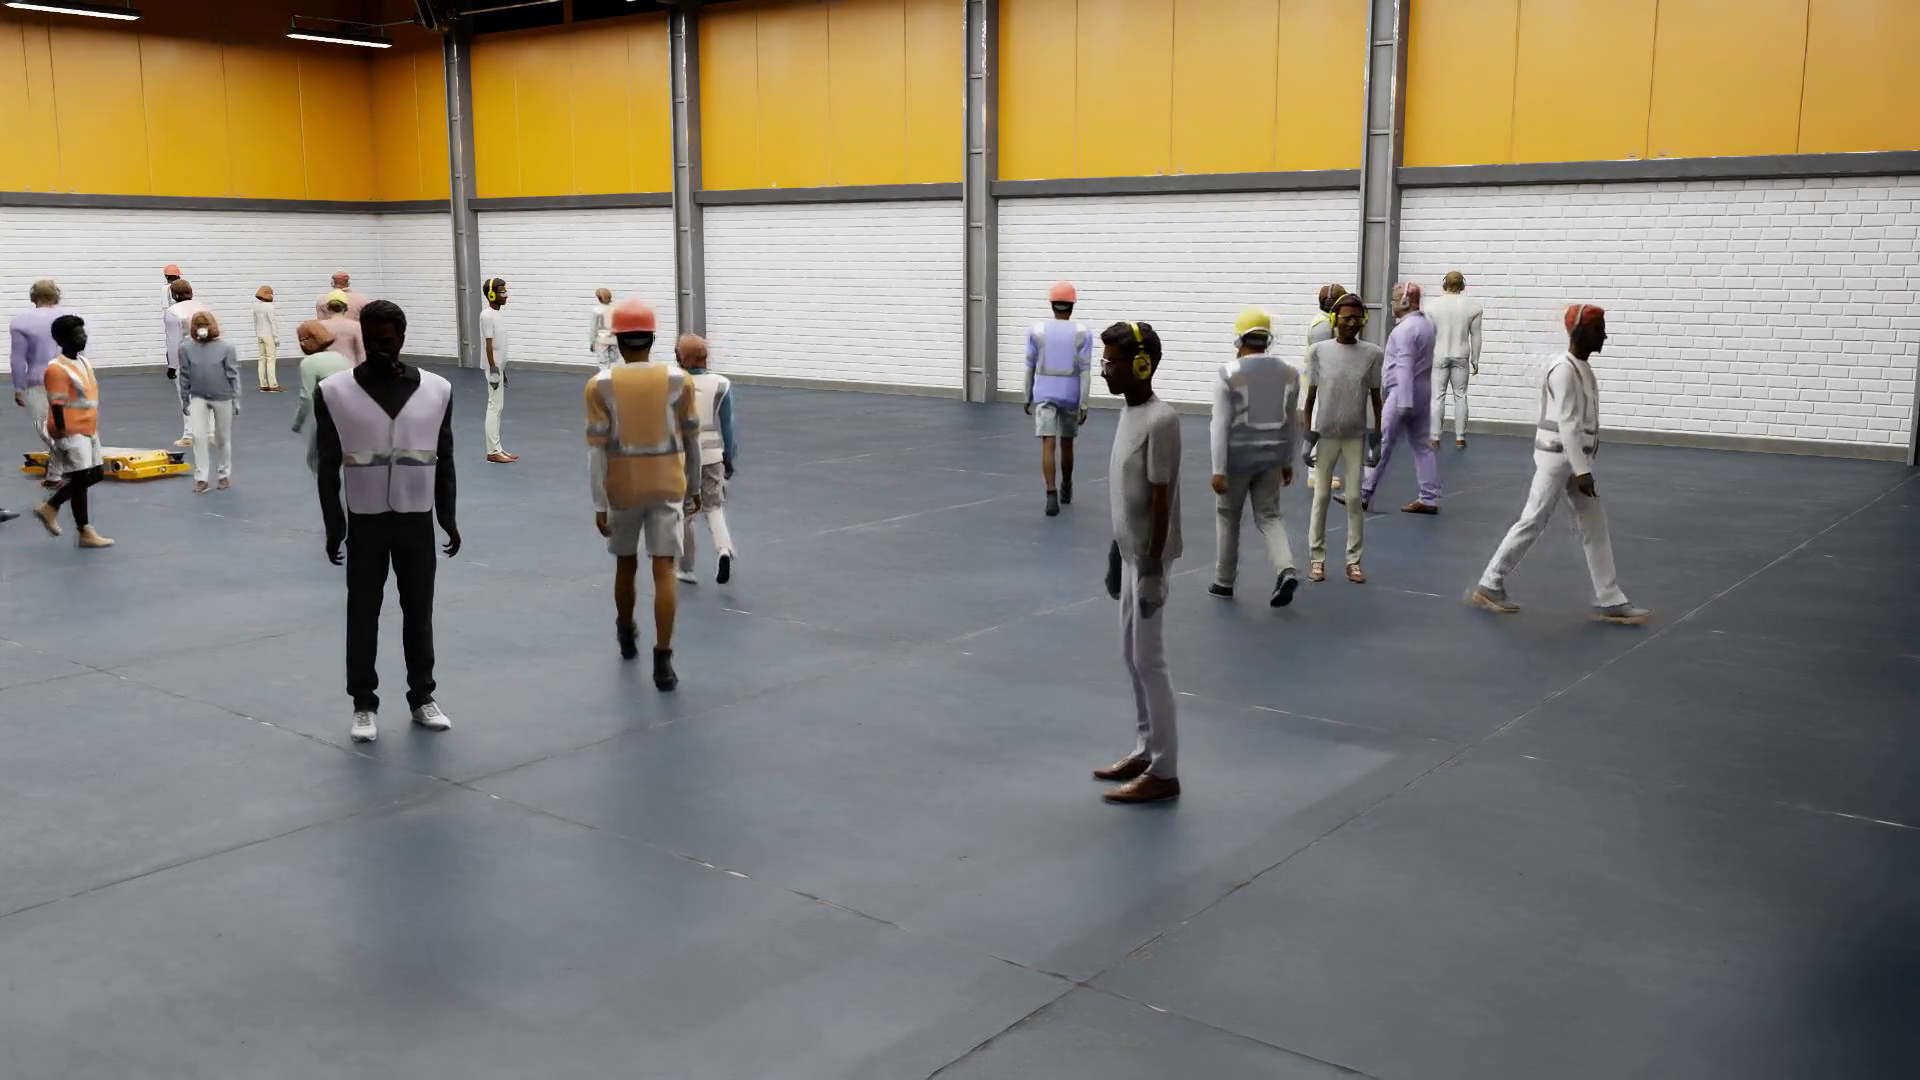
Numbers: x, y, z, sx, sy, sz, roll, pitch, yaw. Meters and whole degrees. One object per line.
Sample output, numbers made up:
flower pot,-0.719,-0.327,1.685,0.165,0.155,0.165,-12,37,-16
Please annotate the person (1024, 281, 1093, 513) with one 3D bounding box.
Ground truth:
person,0.809,-1.184,13.758,0.566,1.884,0.990,1,10,4

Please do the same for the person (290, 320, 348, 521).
person,-4.909,-0.912,13.006,0.509,1.595,0.533,3,10,17

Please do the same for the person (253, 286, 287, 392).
person,-10.634,-3.086,25.553,0.499,1.633,0.279,7,12,33

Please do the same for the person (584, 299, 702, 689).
person,-1.581,-0.258,8.360,0.567,1.879,1.004,-2,10,-11

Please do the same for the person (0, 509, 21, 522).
person,-7.693,-0.973,12.703,0.861,1.812,0.604,-1,10,-7

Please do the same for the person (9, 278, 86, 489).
person,-8.009,-1.359,14.751,0.860,1.908,0.635,7,12,36

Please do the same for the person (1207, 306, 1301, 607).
person,1.772,-0.486,9.923,0.602,1.808,0.749,-3,10,-19

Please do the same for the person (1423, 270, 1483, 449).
person,5.336,-1.956,18.092,0.636,1.937,0.358,1,10,8

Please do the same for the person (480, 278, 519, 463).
person,-4.696,-1.719,16.902,0.327,1.874,0.521,-1,10,-7

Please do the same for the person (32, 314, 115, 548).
person,-6.413,-0.775,11.929,0.509,1.684,0.541,-1,10,-6

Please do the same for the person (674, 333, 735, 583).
person,-1.655,-0.493,10.500,0.519,1.619,0.589,-4,11,-24

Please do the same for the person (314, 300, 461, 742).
person,-2.500,-0.092,7.310,0.590,1.913,0.393,-6,11,-31

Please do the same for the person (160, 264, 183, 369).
person,-13.358,-3.712,28.312,0.547,1.938,0.359,8,13,40

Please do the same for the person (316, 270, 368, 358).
person,-7.880,-2.497,21.312,0.651,1.913,0.410,-4,10,-20

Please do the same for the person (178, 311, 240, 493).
person,-6.644,-1.213,14.714,0.522,1.600,0.752,-2,10,-13

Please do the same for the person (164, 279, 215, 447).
person,-8.487,-1.941,18.296,0.430,1.840,0.621,3,10,18

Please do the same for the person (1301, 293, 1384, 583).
person,2.460,-0.651,10.716,0.513,1.865,0.338,1,10,7

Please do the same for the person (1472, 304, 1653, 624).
person,3.480,-0.439,9.595,1.006,1.839,0.591,8,13,39

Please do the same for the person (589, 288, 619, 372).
person,-5.191,-2.883,24.396,0.534,1.622,0.373,-8,13,-39

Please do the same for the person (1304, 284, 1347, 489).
person,3.335,-1.393,15.093,0.430,1.843,0.626,3,10,15

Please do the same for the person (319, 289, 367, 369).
person,-6.406,-1.716,17.235,0.518,1.750,0.380,-2,10,-14

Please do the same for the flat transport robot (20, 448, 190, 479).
flat transport robot,-8.184,-0.749,15.911,1.431,0.197,0.652,3,10,19

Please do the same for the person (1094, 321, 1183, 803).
person,0.698,0.086,6.449,0.338,1.858,0.513,-1,10,-8

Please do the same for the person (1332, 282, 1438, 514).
person,3.524,-1.153,13.588,0.918,1.870,0.678,7,12,33
